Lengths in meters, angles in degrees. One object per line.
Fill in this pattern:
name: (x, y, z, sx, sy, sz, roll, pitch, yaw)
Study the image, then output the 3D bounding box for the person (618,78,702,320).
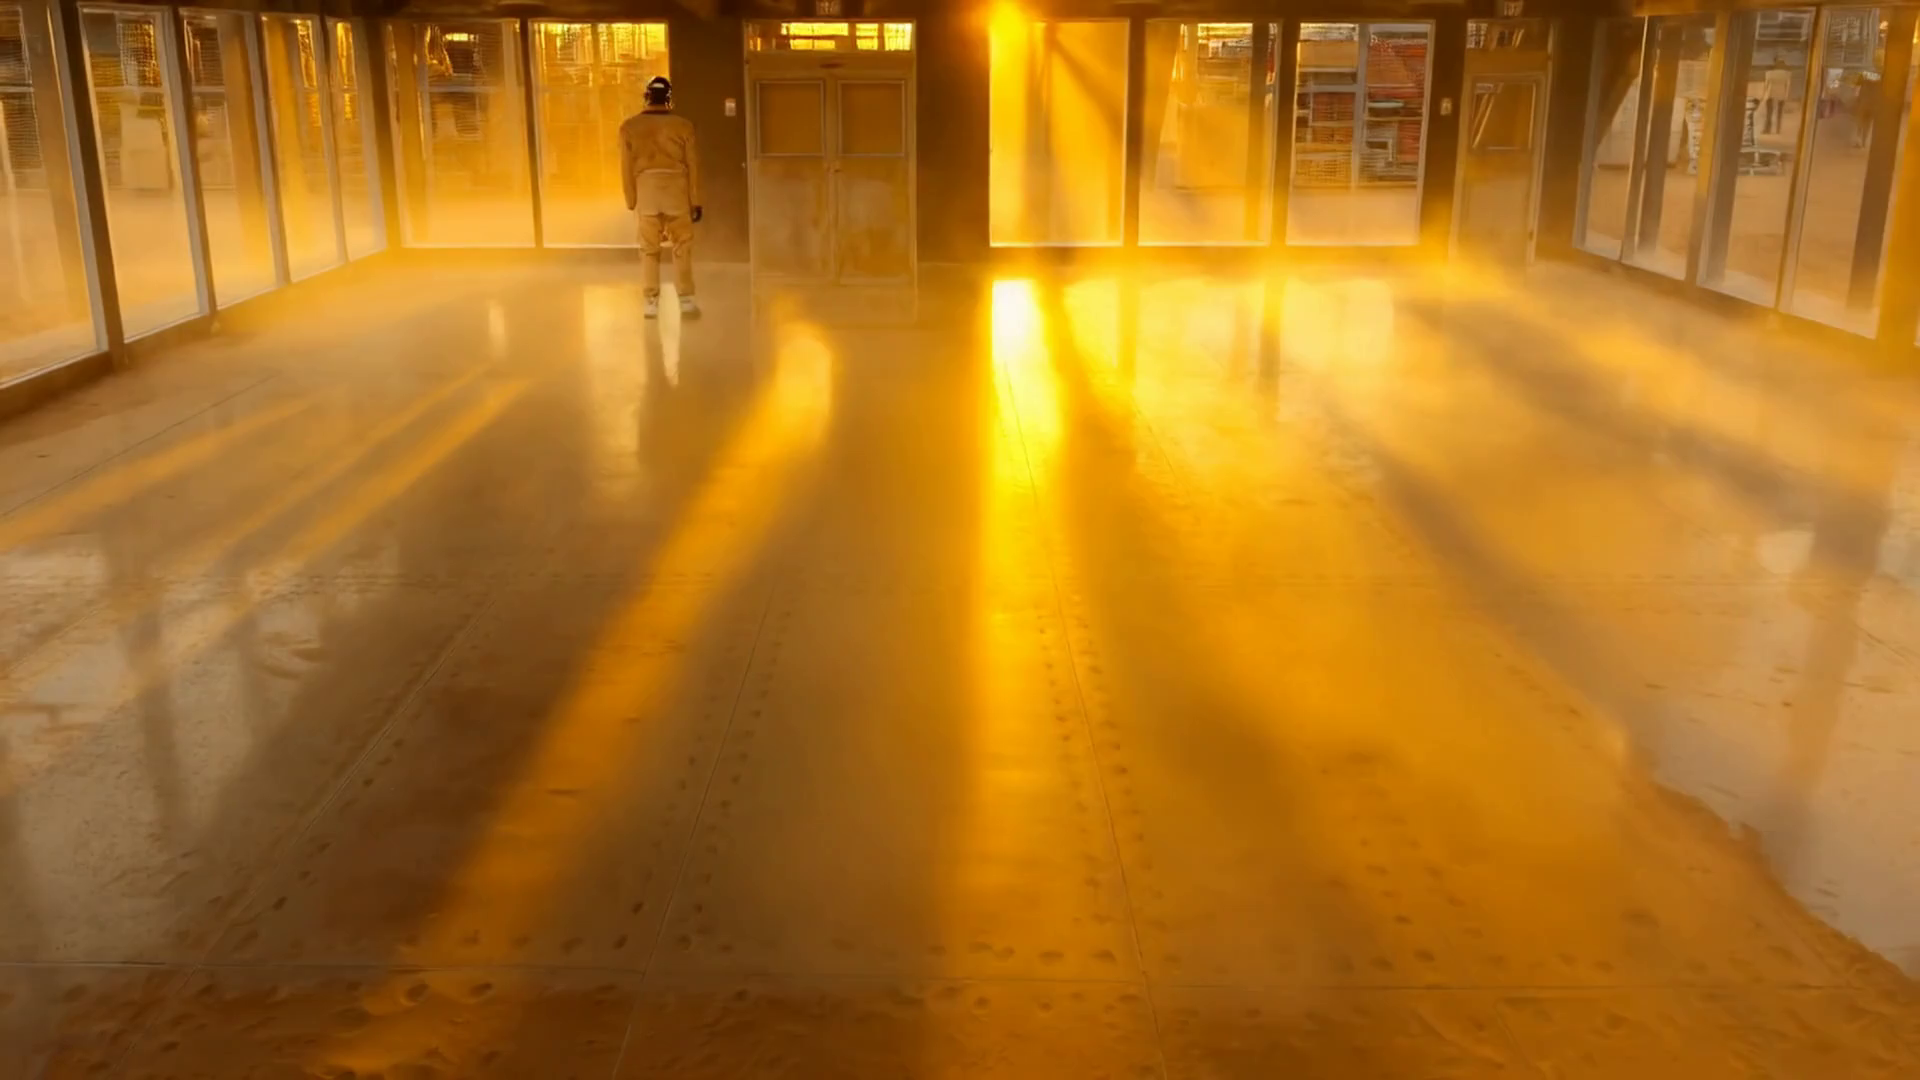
person: (-2.384, -2.726, 13.381, 0.640, 1.909, 0.409, 0, 16, -1)
